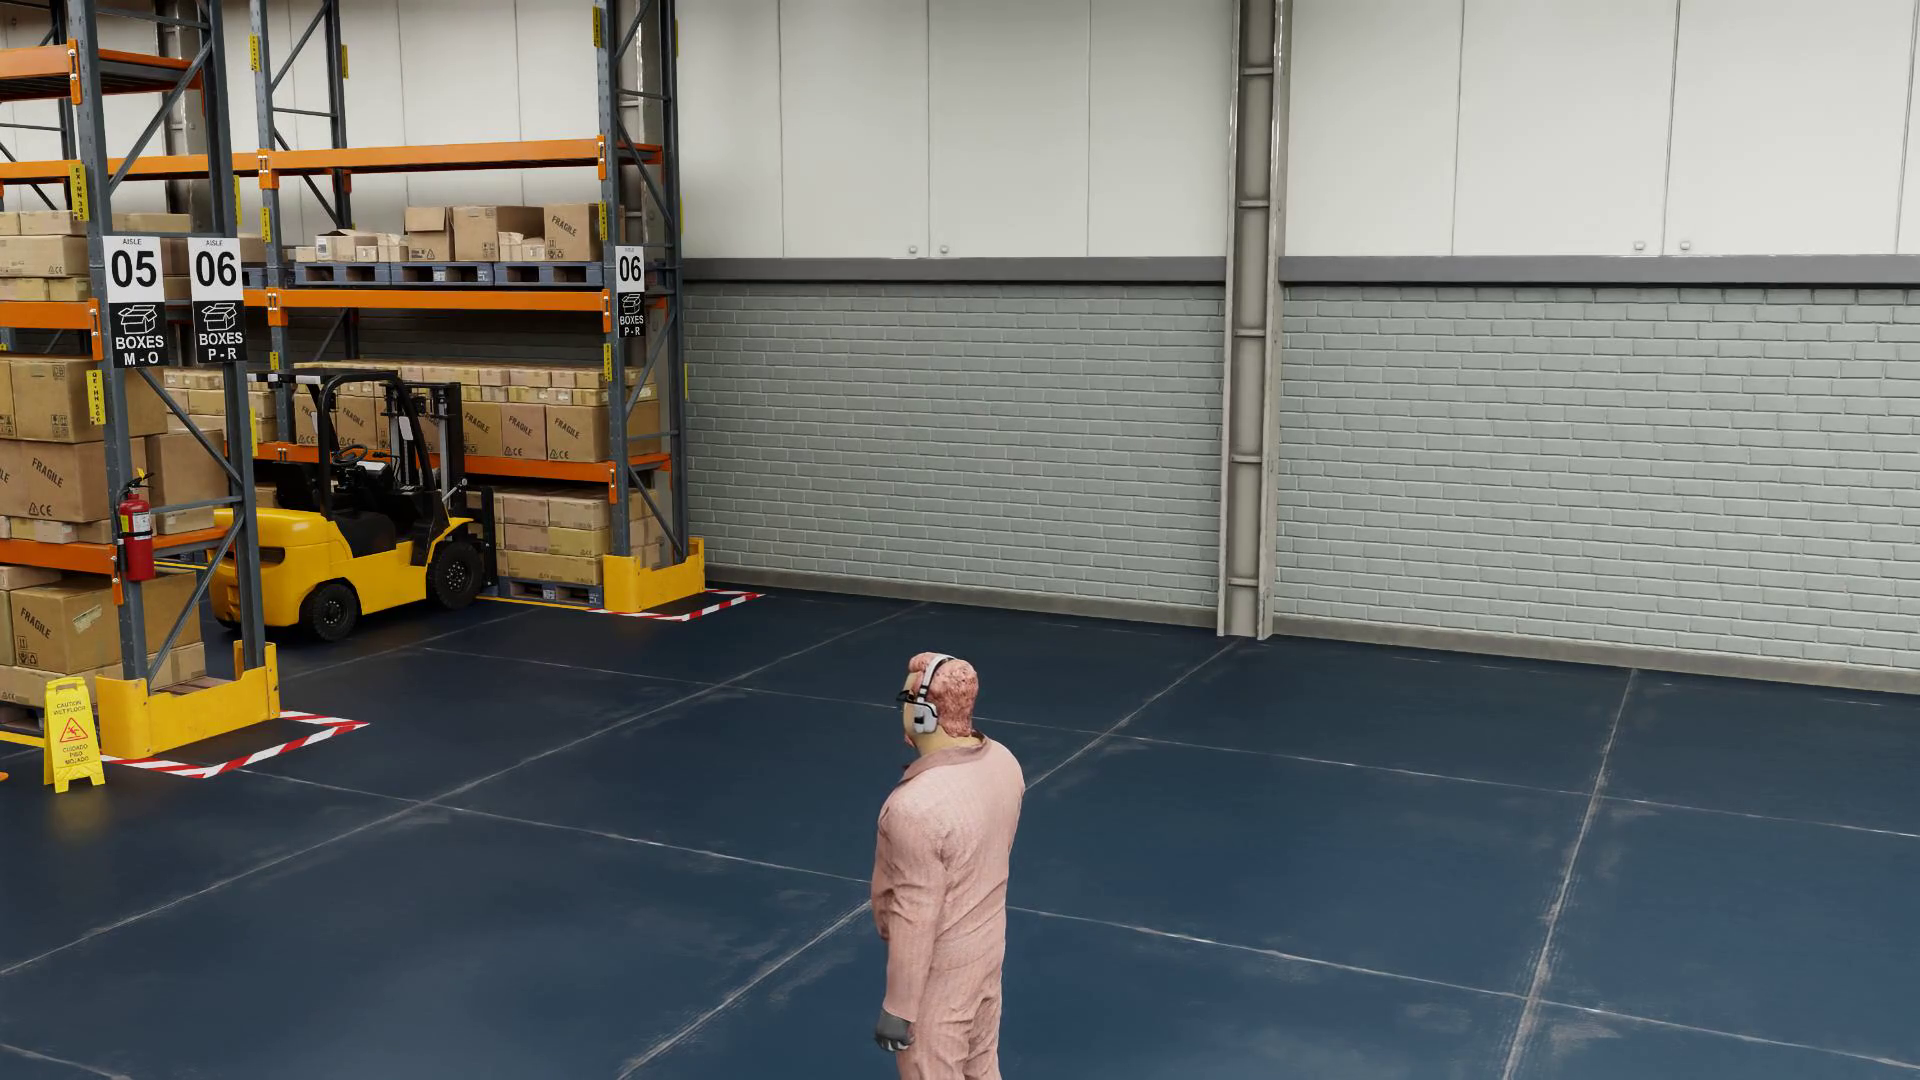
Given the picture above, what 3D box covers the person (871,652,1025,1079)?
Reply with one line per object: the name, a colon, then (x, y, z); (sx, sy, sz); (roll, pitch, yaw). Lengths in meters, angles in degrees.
person: (-0.067, 1.276, 5.011); (0.407, 1.908, 0.641); (5, 10, 26)
